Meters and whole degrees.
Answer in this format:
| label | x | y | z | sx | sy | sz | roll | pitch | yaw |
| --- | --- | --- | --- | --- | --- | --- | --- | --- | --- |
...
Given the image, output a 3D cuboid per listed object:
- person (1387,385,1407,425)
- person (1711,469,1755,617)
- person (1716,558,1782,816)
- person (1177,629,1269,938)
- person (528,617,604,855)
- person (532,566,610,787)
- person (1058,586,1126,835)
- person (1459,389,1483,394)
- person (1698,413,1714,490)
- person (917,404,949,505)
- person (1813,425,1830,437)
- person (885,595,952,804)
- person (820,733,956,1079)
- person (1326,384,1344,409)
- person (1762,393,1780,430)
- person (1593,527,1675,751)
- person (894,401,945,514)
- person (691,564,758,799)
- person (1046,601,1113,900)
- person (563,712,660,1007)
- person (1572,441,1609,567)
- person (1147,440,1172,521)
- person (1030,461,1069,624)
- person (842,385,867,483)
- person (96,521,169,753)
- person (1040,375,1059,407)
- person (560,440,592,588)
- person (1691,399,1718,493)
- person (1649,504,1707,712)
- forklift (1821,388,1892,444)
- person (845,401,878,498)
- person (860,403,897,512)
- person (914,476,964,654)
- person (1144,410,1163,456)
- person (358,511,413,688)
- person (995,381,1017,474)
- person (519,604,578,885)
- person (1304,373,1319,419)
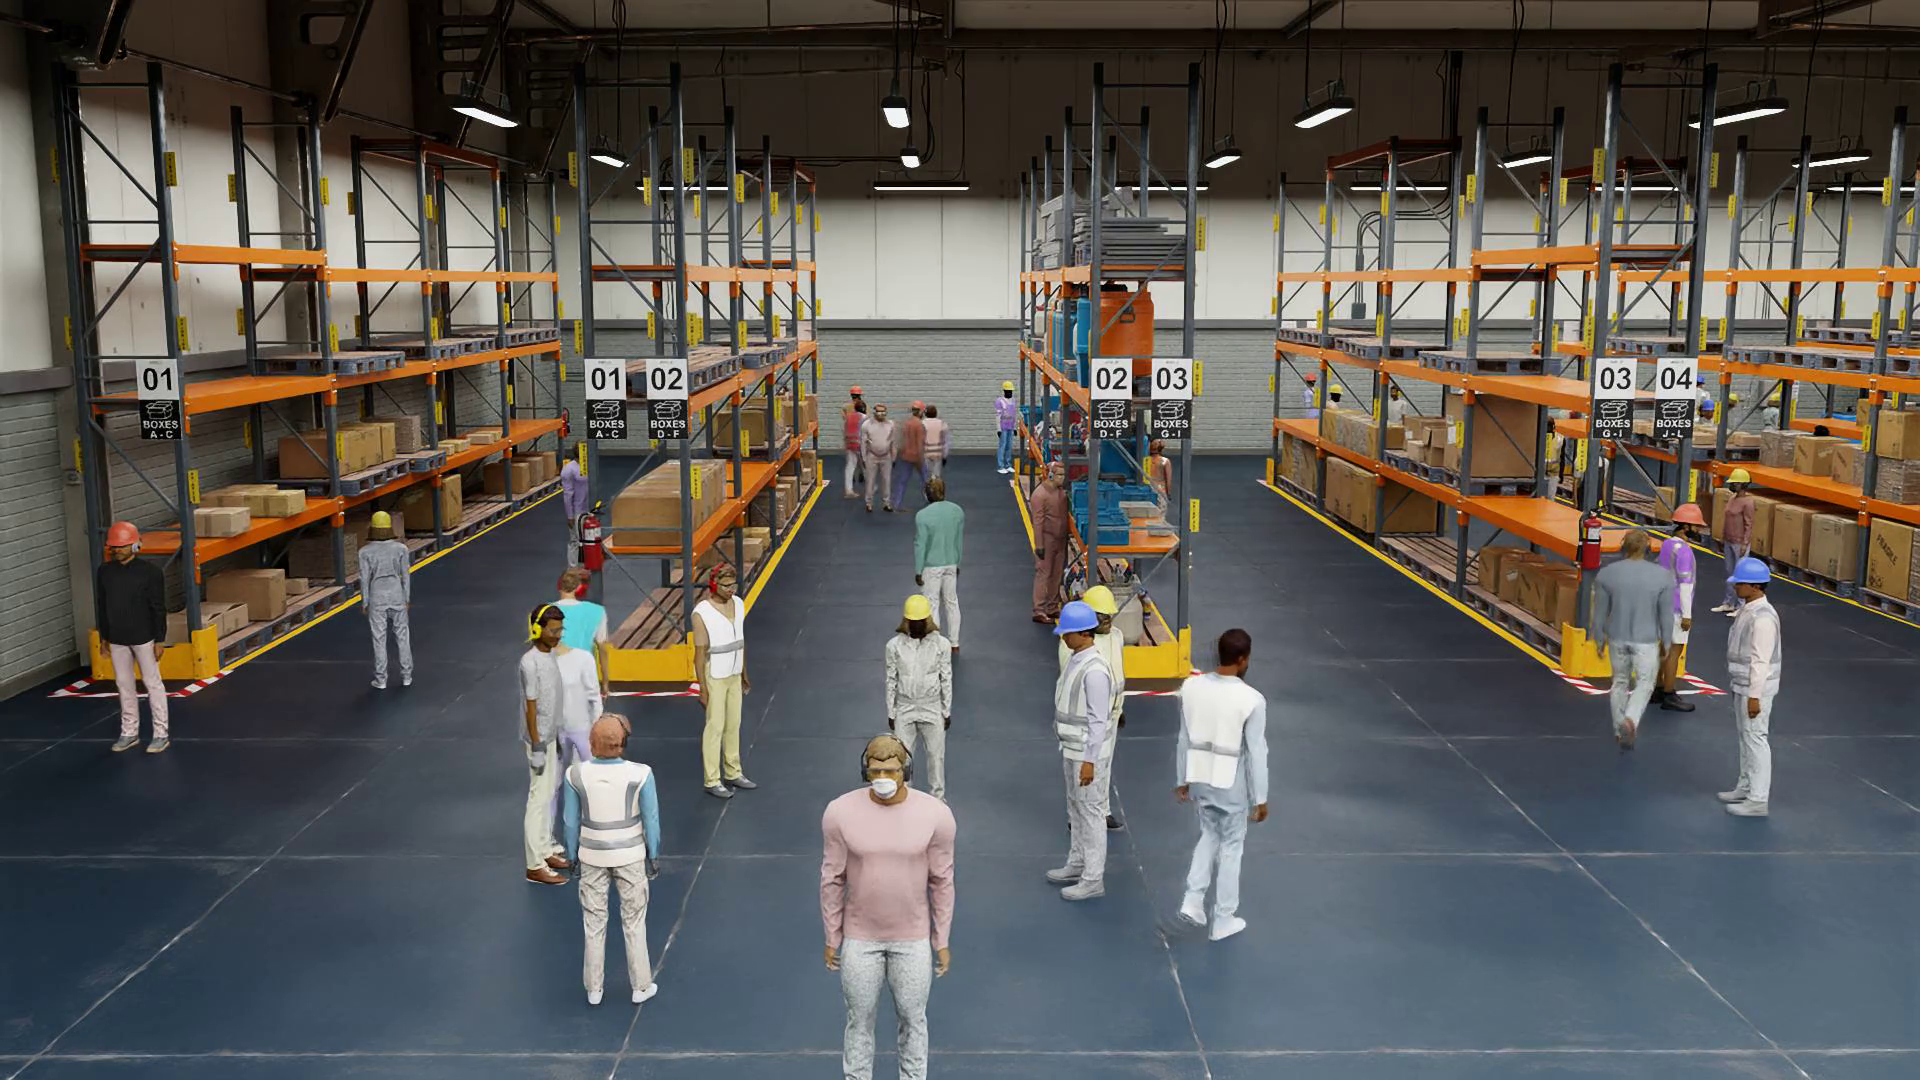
| label | x | y | z | sx | sy | sz | roll | pitch | yaw |
| --- | --- | --- | --- | --- | --- | --- | --- | --- | --- |
| person | 8.994 | -2.276 | 34.381 | 0.326 | 1.861 | 0.507 | -7 | 12 | -40 |
| person | 9.241 | 0.032 | 19.821 | 0.310 | 1.769 | 0.525 | -1 | 9 | -5 |
| person | 5.917 | 1.090 | 12.476 | 0.420 | 1.939 | 0.603 | 2 | 9 | 14 |
| person | 1.585 | 1.476 | 10.095 | 0.627 | 1.896 | 0.437 | 8 | 12 | 42 |
| person | -2.732 | 1.338 | 11.581 | 0.565 | 1.714 | 0.391 | 1 | 9 | 7 |
| person | -3.009 | 1.110 | 12.764 | 0.634 | 1.811 | 0.695 | -2 | 9 | -15 |
| person | 0.974 | 1.226 | 11.929 | 0.601 | 1.828 | 0.404 | -8 | 12 | -41 |
| person | 11.485 | -2.800 | 37.485 | 0.542 | 1.939 | 0.364 | 0 | 9 | -2 |
| person | 13.637 | -1.585 | 30.262 | 0.570 | 1.751 | 0.329 | -6 | 11 | -34 |
| person | -0.520 | -1.484 | 29.379 | 0.647 | 1.826 | 0.464 | -3 | 9 | -16 |
| person | 13.734 | -0.989 | 26.609 | 0.319 | 1.697 | 0.533 | 4 | 10 | 22 |
| person | -0.300 | 1.247 | 12.104 | 0.485 | 1.736 | 0.321 | 0 | 9 | 0 |
| person | -0.333 | 1.834 | 7.679 | 0.629 | 1.940 | 0.373 | 0 | 9 | 1 |
| person | 7.501 | -2.169 | 33.472 | 0.383 | 1.922 | 0.593 | 1 | 9 | 5 |
| person | 16.418 | -2.100 | 33.630 | 0.321 | 1.738 | 0.494 | -1 | 9 | -9 |
| person | 5.667 | 0.851 | 14.056 | 0.643 | 1.924 | 0.655 | 6 | 11 | 34 |
| person | -0.732 | -1.422 | 28.640 | 0.989 | 1.923 | 0.604 | -7 | 11 | -39 |
| person | -1.854 | 1.081 | 12.877 | 0.411 | 1.831 | 0.571 | 5 | 10 | 28 |
| person | 0.789 | 1.346 | 10.790 | 0.390 | 1.945 | 0.603 | -2 | 9 | -11 |
| person | -1.905 | 1.756 | 9.133 | 0.525 | 1.639 | 0.307 | 0 | 9 | -1 |
| person | 8.811 | -0.541 | 23.253 | 0.507 | 1.846 | 0.346 | -1 | 9 | -7 |
| person | 2.920 | -0.683 | 24.832 | 0.515 | 1.636 | 0.315 | 6 | 11 | 36 |
| person | 1.084 | 0.025 | 19.460 | 0.400 | 1.900 | 0.647 | 6 | 11 | 33 |
| person | -2.061 | -2.098 | 32.978 | 0.551 | 1.932 | 0.376 | 3 | 9 | 20 |
| person | -6.996 | 0.823 | 14.040 | 0.613 | 1.987 | 0.410 | 1 | 9 | 9 |
| person | 1.959 | -2.784 | 37.196 | 0.382 | 1.996 | 0.608 | -5 | 10 | -31 |
| person | -4.917 | -0.341 | 21.662 | 0.368 | 1.940 | 0.632 | 4 | 10 | 23 |
| person | 12.958 | -1.471 | 28.902 | 0.604 | 1.949 | 0.398 | 3 | 9 | 19 |
| person | 6.705 | 0.619 | 15.498 | 0.376 | 1.933 | 0.551 | 0 | 9 | 3 |
| forklift | 20.072 | -3.110 | 36.462 | 1.873 | 2.768 | 1.129 | 0 | 9 | 0 |
| person | -1.858 | -1.678 | 30.817 | 0.636 | 1.770 | 0.970 | 6 | 11 | 33 |
| person | -1.395 | -1.418 | 28.735 | 0.644 | 1.901 | 0.396 | -2 | 9 | -13 |
| person | -0.228 | 0.289 | 17.650 | 0.630 | 1.933 | 0.364 | -7 | 11 | -37 |
| person | 3.803 | -2.177 | 33.286 | 0.622 | 1.996 | 0.369 | -4 | 10 | -22 |
| person | -5.644 | 0.584 | 16.337 | 0.484 | 1.745 | 0.307 | -5 | 10 | -29 |
| person | 0.982 | -2.343 | 34.577 | 0.367 | 1.926 | 0.594 | 7 | 12 | 40 |
| person | -2.753 | 1.341 | 11.088 | 0.336 | 1.865 | 0.521 | 0 | 9 | 2 |
| person | 7.876 | -2.783 | 37.371 | 0.372 | 1.939 | 0.544 | 8 | 12 | 43 |
